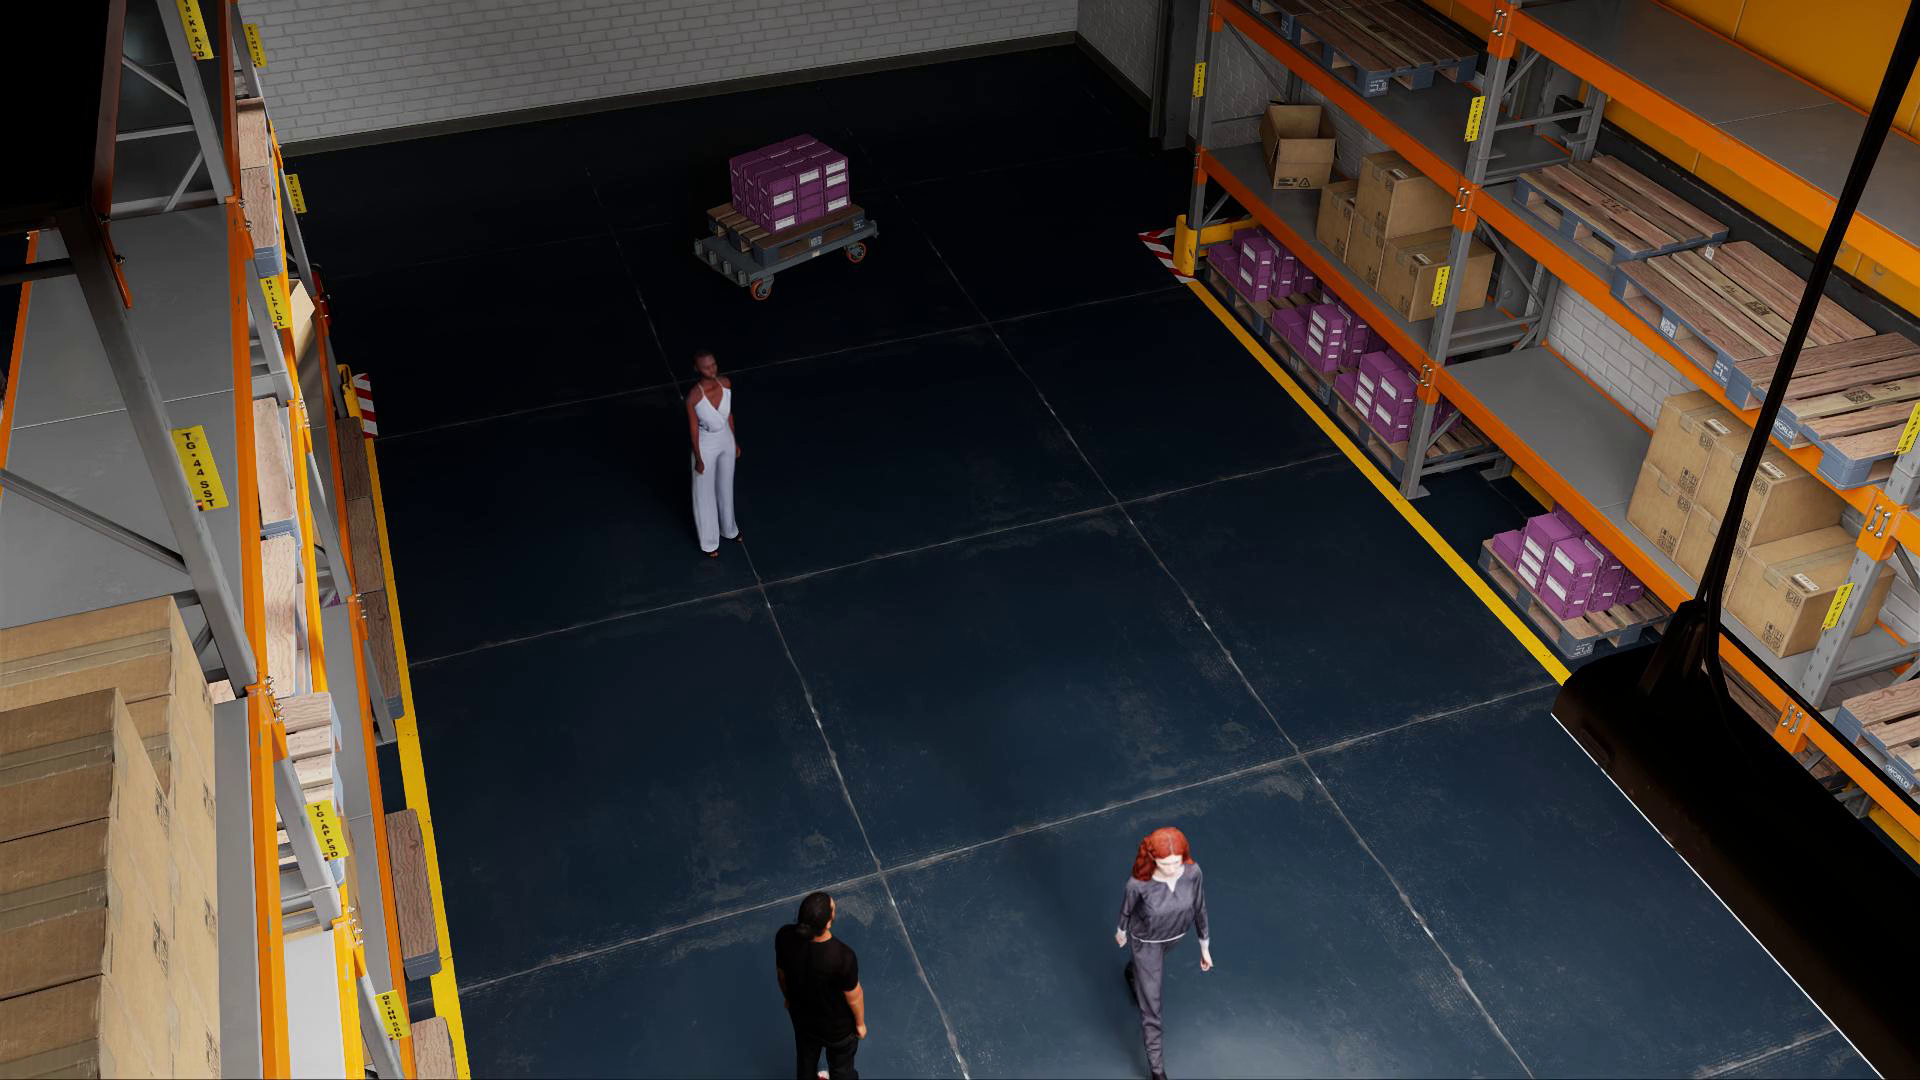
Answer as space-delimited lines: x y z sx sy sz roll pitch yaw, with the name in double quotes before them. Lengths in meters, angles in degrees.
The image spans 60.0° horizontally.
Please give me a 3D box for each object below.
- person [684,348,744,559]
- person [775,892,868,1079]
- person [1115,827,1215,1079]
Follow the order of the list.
"person" -1.867 -0.676 12.579 0.634 1.782 0.647 30 48 32
"person" -0.718 2.456 8.677 0.698 1.757 0.757 16 41 19
"person" 1.054 2.116 9.133 0.577 1.719 1.117 -13 40 -16
